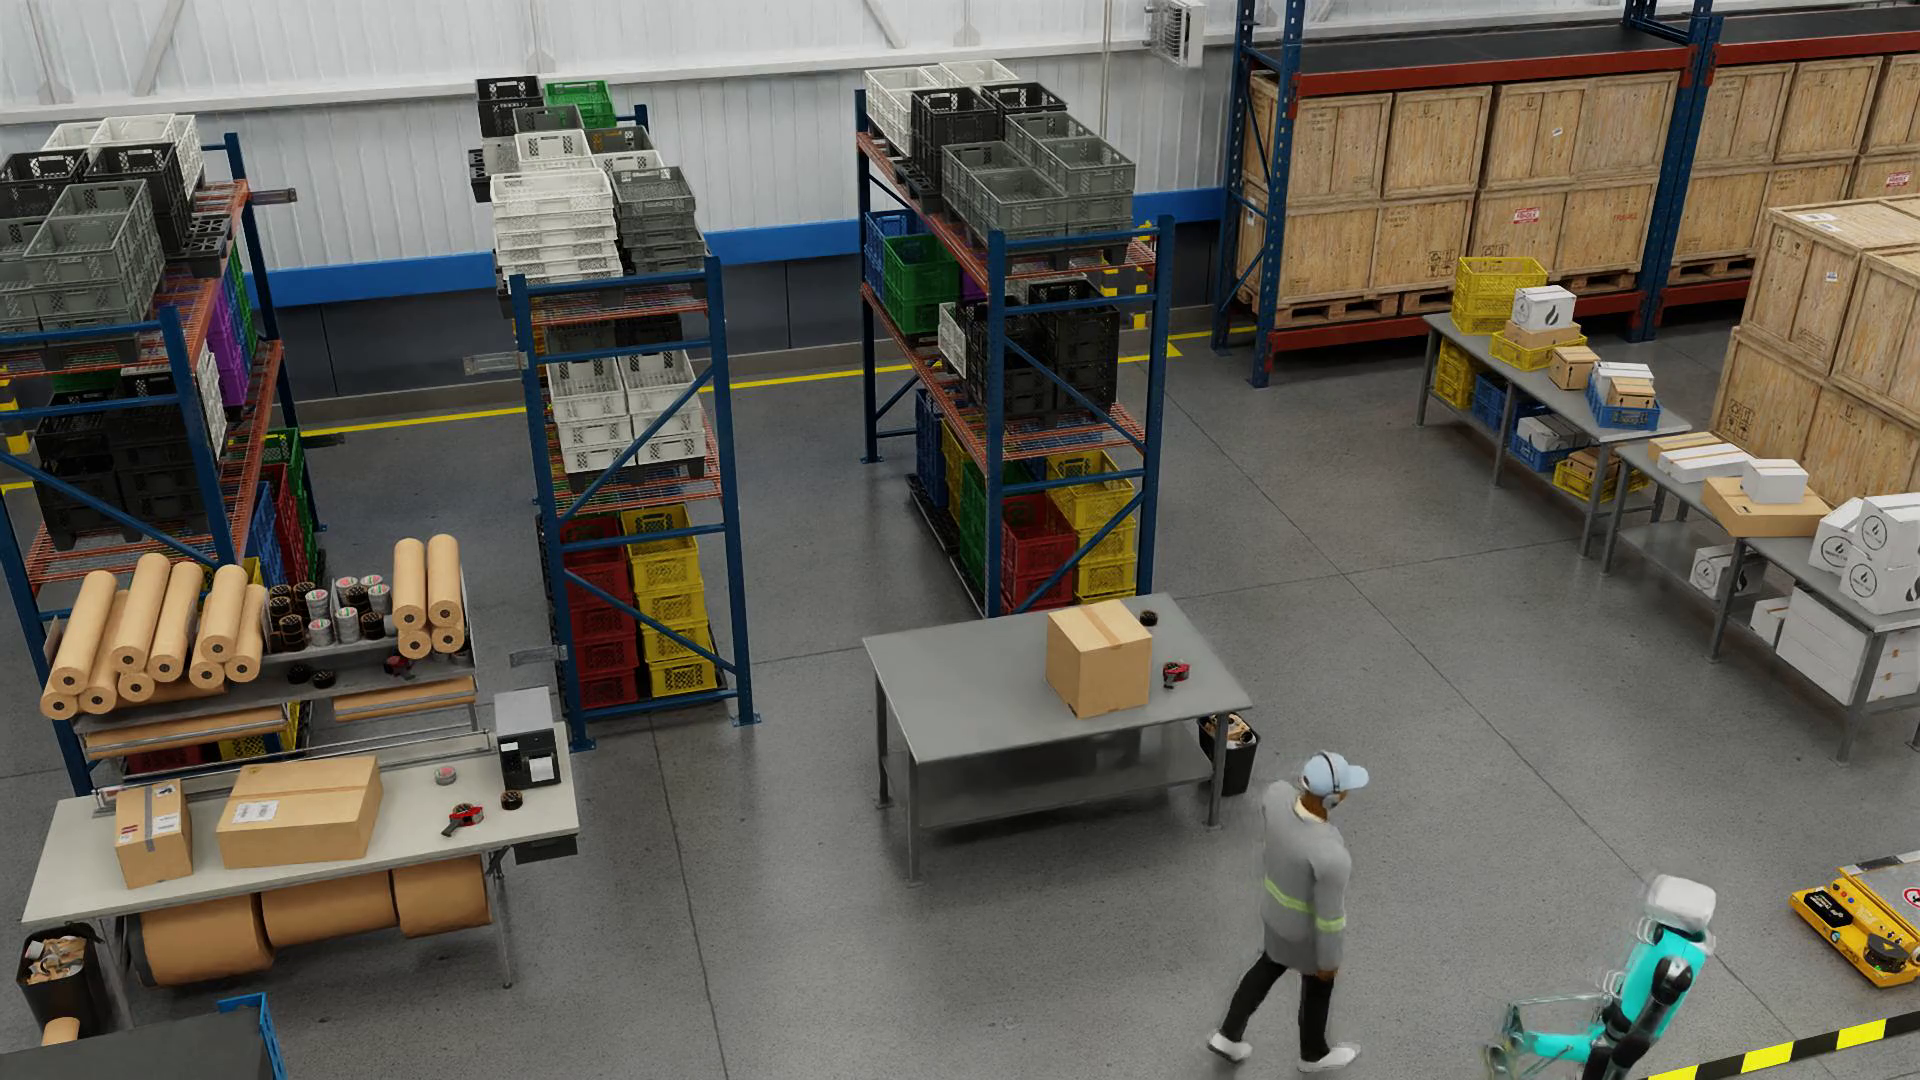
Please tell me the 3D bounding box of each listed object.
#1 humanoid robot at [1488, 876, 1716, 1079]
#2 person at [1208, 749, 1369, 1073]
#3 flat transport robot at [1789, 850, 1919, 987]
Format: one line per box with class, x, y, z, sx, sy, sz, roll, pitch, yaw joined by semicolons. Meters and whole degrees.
humanoid robot;2.560;2.055;6.867;0.994;1.702;0.547;14;32;24
person;1.516;1.694;7.465;0.538;1.858;0.597;-13;32;-23
flat transport robot;5.163;1.916;8.676;1.431;0.231;0.659;-8;30;-14
